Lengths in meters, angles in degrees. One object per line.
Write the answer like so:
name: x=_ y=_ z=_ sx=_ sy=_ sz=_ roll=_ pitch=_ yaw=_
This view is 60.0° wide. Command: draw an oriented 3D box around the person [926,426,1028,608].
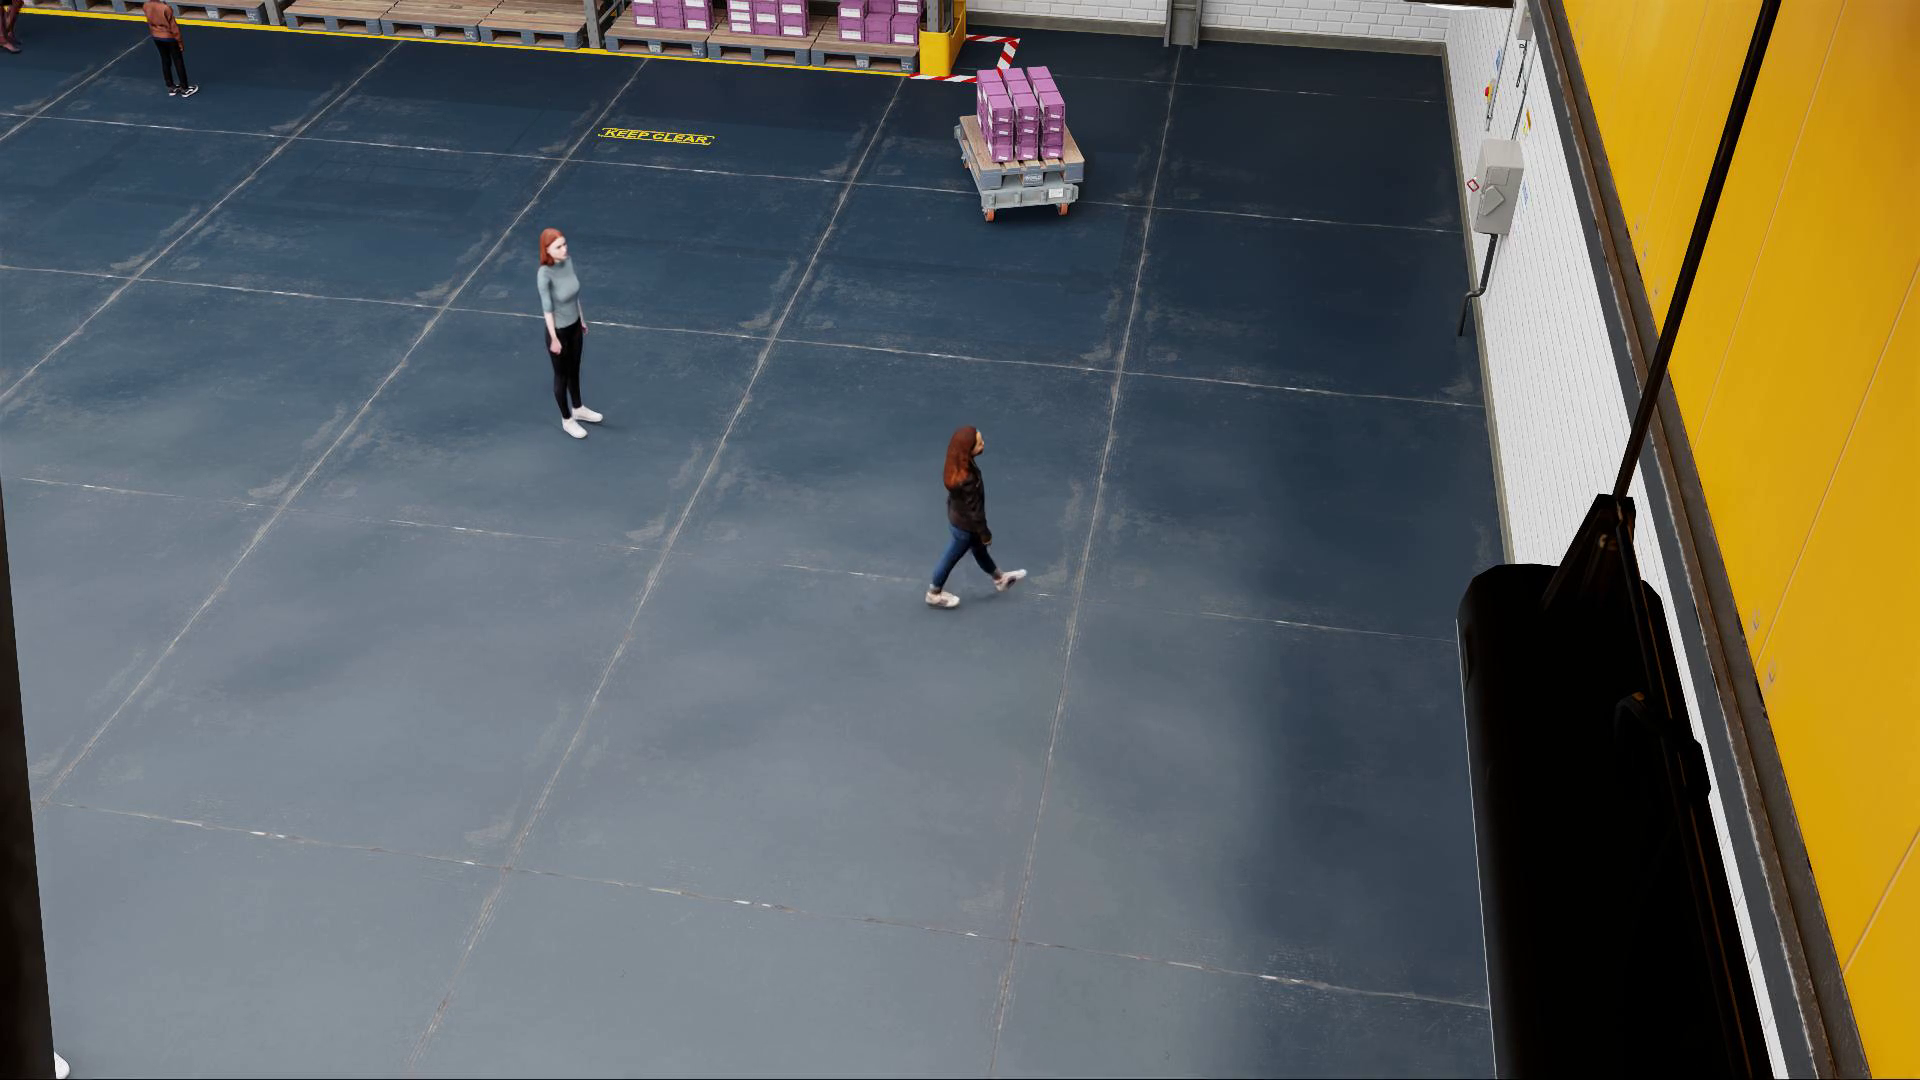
person: x=-0.044 y=-0.117 z=11.152 sx=1.022 sy=1.442 sz=0.770 roll=-5 pitch=39 yaw=-7

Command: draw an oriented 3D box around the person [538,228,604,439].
person: x=-3.032 y=-1.607 z=12.777 sx=0.612 sy=1.742 sz=0.625 roll=16 pitch=41 yaw=19

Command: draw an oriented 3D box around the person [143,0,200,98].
person: x=-8.563 y=-5.409 z=17.931 sx=0.434 sy=1.251 sz=0.591 roll=10 pitch=40 yaw=13
